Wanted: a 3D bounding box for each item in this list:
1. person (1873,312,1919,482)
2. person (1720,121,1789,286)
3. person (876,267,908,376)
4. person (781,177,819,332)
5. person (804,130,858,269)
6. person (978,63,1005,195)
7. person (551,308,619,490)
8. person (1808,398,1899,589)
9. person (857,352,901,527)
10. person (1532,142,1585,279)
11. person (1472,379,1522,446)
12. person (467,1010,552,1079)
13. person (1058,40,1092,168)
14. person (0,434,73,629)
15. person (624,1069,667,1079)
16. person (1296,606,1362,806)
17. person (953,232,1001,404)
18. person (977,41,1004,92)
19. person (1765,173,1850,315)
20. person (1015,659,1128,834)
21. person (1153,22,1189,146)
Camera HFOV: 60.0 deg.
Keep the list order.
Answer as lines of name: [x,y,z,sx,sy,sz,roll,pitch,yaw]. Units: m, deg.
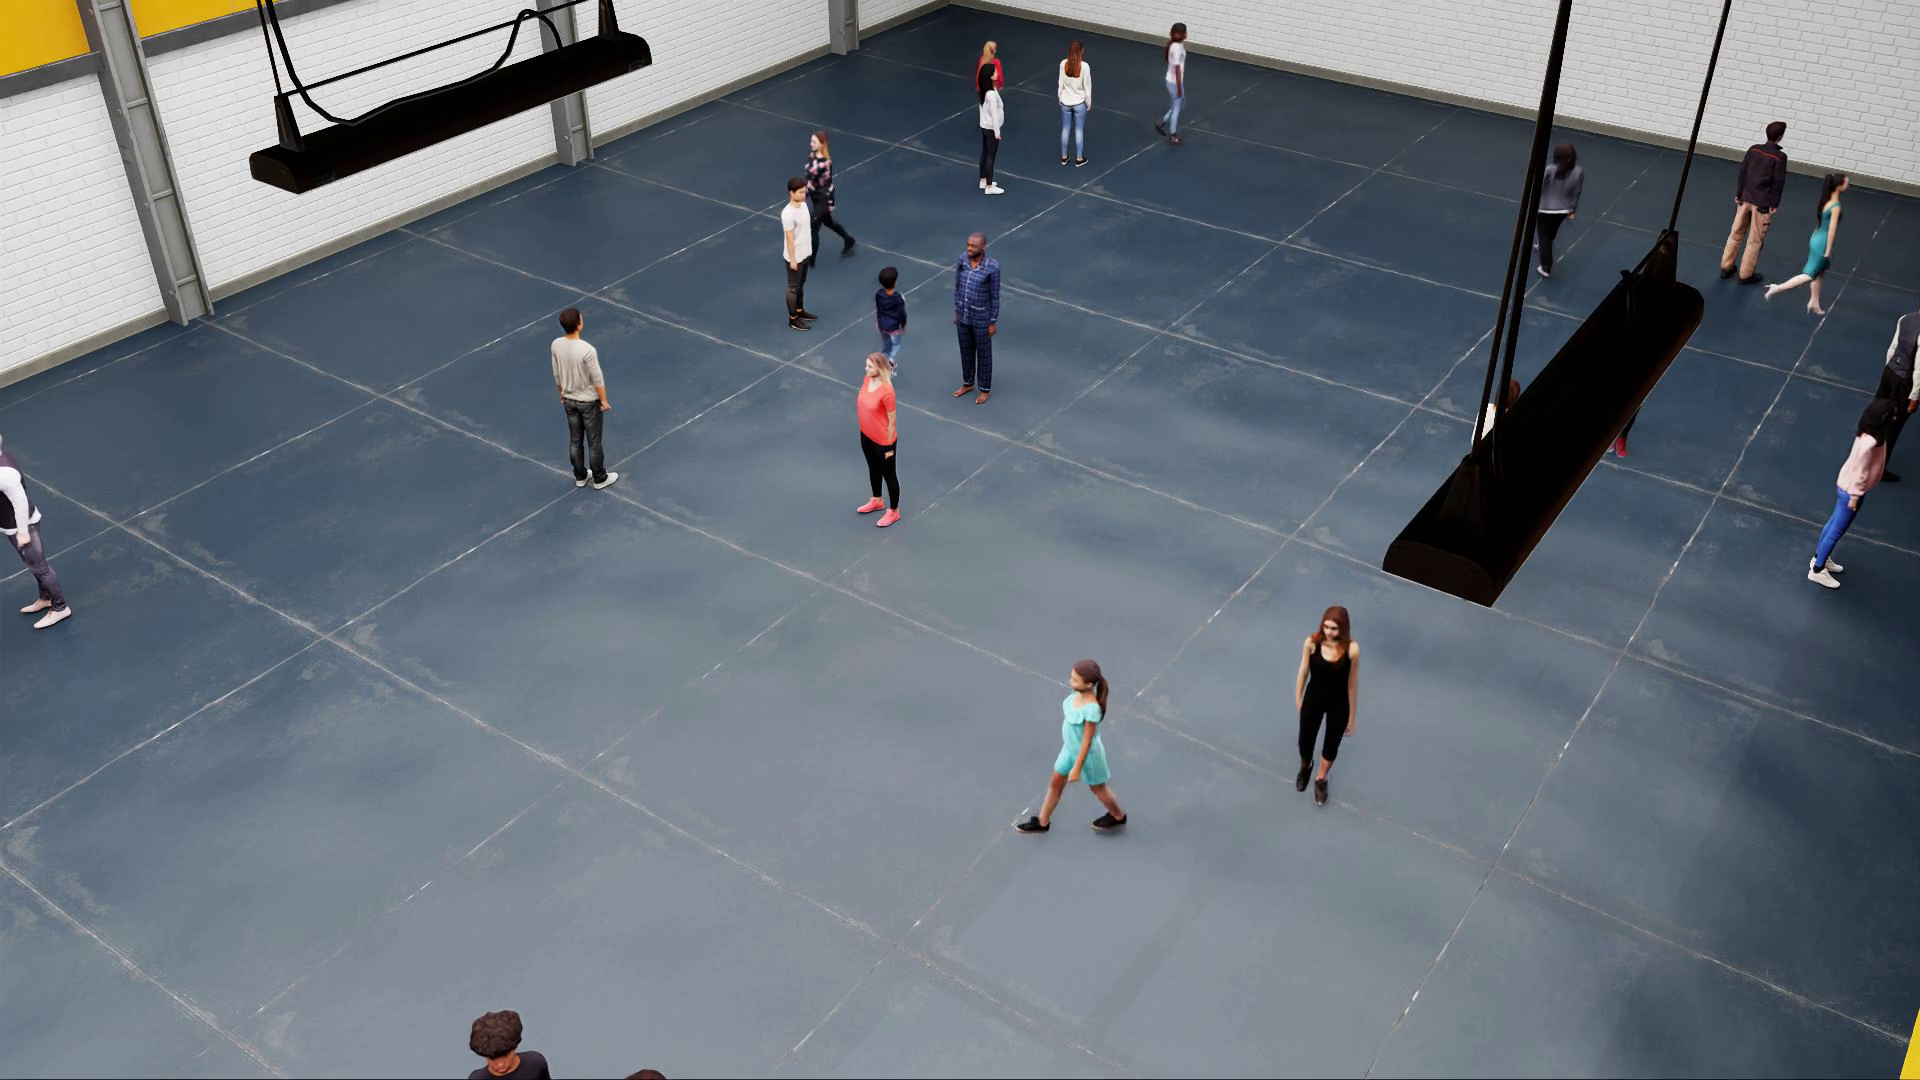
person: [8.838,-1.479,15.606,0.843,1.917,0.744,-1,34,-1]
person: [9.226,-3.916,19.265,0.729,1.925,0.770,-22,39,-29]
person: [-0.759,-2.266,17.424,0.567,1.216,0.627,14,36,20]
person: [-1.803,-3.183,18.350,0.747,1.718,0.583,10,35,14]
person: [-1.575,-4.054,19.722,1.158,1.650,0.870,-18,38,-25]
person: [0.383,-5.368,21.653,0.748,1.701,0.713,-10,35,-15]
person: [-3.524,-1.313,15.452,0.713,1.811,0.625,12,35,17]
person: [7.605,-0.436,14.172,0.729,1.768,0.509,17,37,24]
person: [-0.720,-0.925,14.974,0.623,1.693,0.653,-23,40,-31]
person: [6.959,-3.843,19.491,1.062,1.553,1.135,-3,34,-5]
person: [4.682,-0.665,14.594,0.615,1.682,0.519,22,39,29]
person: [-2.322,3.140,8.765,0.668,1.798,0.770,-15,37,-21]
person: [1.545,-5.909,22.474,0.656,1.692,0.593,15,36,21]
person: [-7.726,-0.125,13.653,0.679,1.824,0.741,-26,42,-33]
person: [-1.486,3.326,8.435,0.759,1.854,0.714,-7,34,-11]
person: [2.635,1.119,11.882,0.696,1.713,0.725,9,35,13]
person: [0.165,-2.279,16.895,0.660,1.824,0.581,21,39,28]
person: [0.388,-6.423,23.629,0.575,1.269,0.699,15,36,21]
person: [9.512,-3.271,18.528,0.889,1.667,0.971,4,34,6]
person: [0.929,1.471,11.527,1.072,1.519,0.998,-6,34,-9]
person: [2.921,-6.333,23.091,0.820,1.715,0.767,3,34,5]
